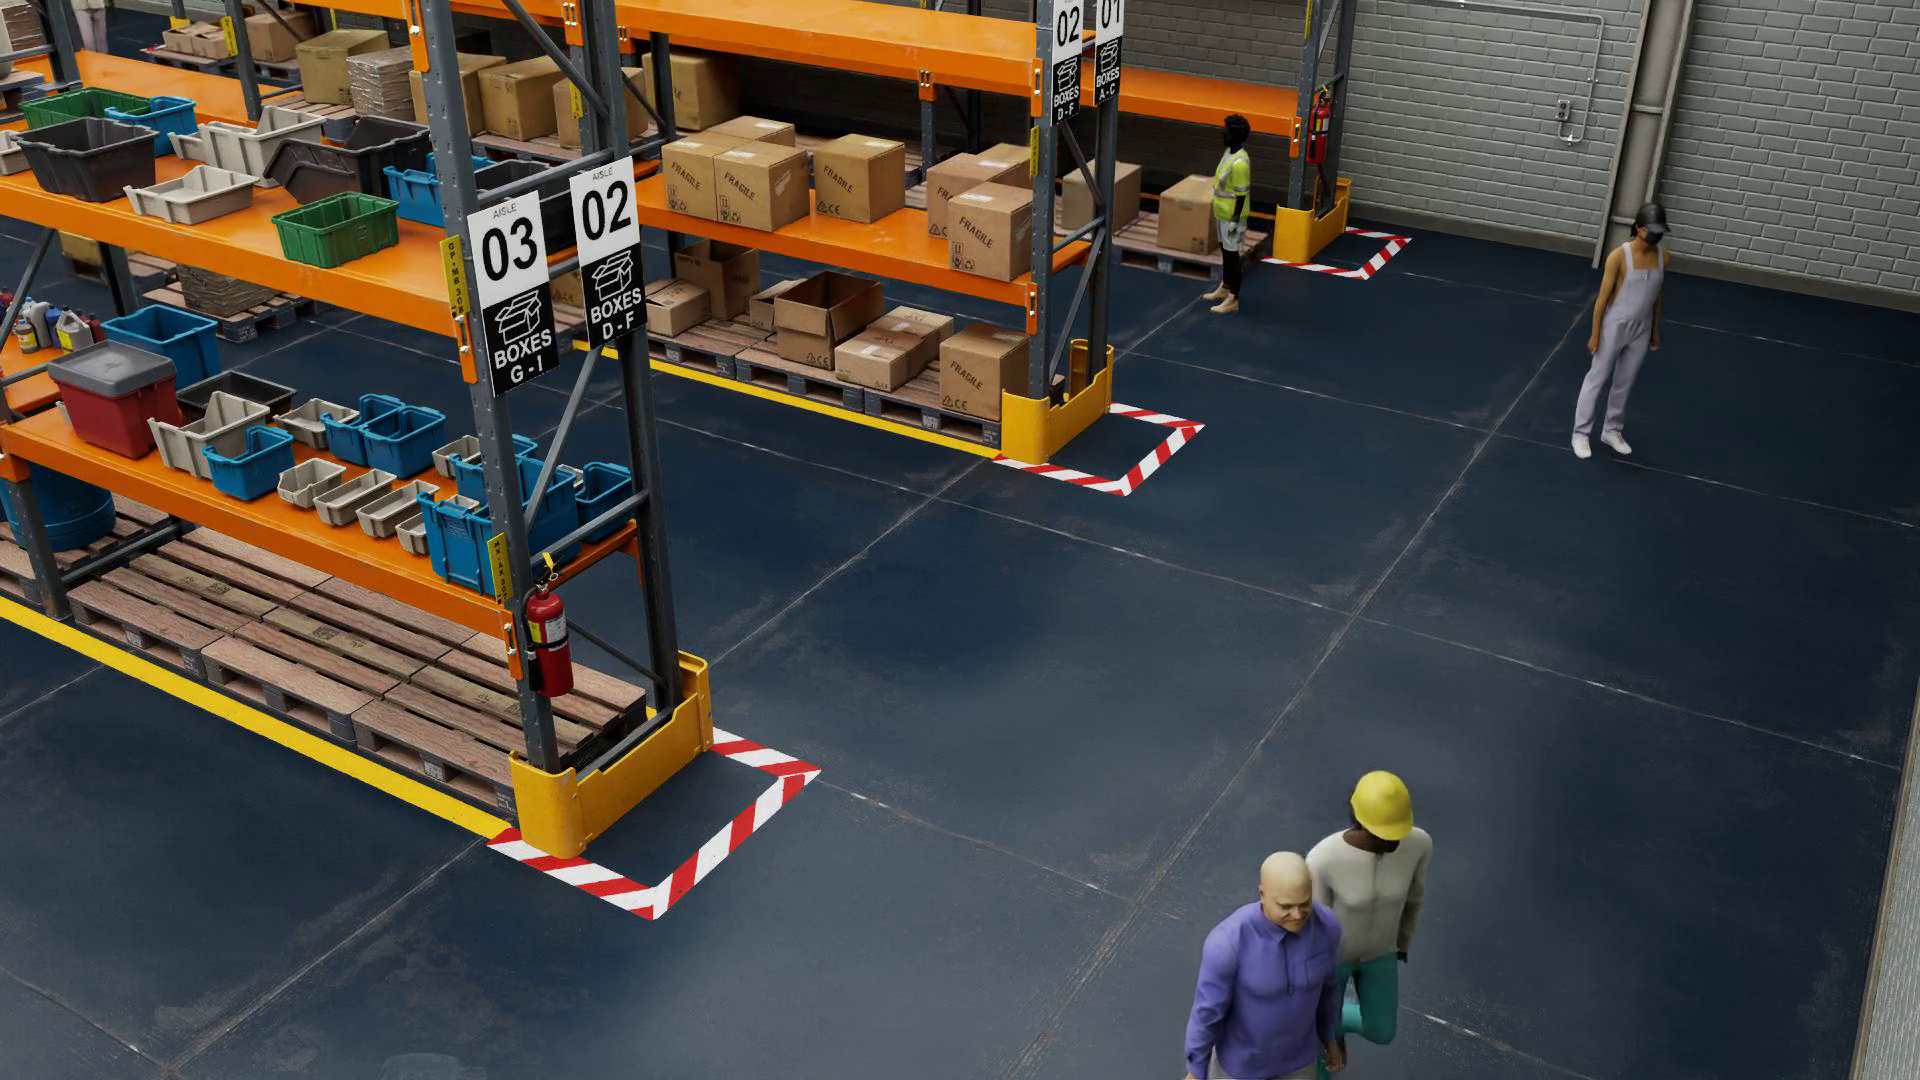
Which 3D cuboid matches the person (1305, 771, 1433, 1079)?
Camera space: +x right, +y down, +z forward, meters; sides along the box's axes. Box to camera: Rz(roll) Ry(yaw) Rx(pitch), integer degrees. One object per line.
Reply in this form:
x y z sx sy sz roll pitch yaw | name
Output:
1.491 1.548 6.338 0.534 1.755 0.474 -6 30 -11 | person

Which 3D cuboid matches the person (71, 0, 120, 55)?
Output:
-10.958 -6.664 20.997 0.576 1.815 0.790 -21 35 -33 | person

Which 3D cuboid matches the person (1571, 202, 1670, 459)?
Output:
4.659 -1.444 11.588 0.532 1.860 0.391 -6 30 -10 | person

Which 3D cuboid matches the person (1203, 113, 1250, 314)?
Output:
2.288 -2.766 14.127 0.316 1.695 0.541 -1 29 -3 | person

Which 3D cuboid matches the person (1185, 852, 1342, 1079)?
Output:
1.049 1.794 5.842 0.602 1.797 0.378 -10 31 -17 | person
